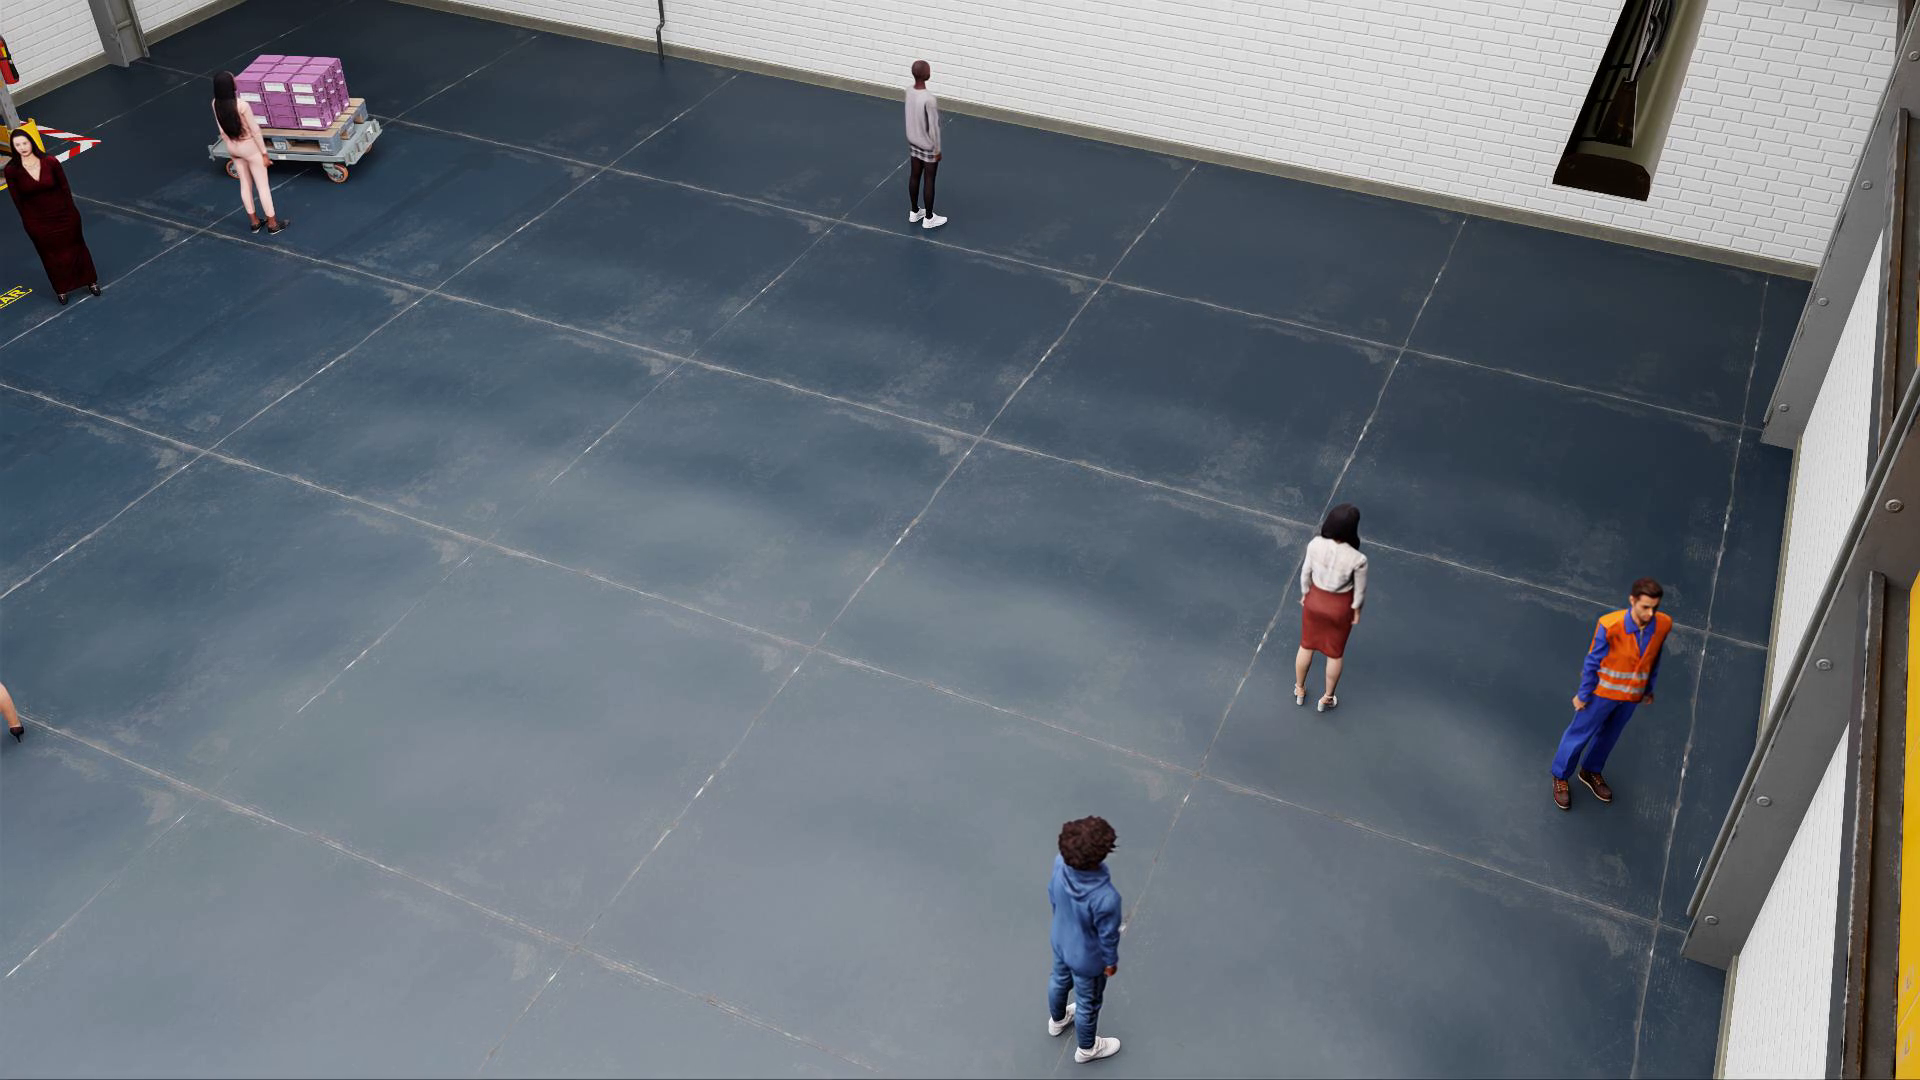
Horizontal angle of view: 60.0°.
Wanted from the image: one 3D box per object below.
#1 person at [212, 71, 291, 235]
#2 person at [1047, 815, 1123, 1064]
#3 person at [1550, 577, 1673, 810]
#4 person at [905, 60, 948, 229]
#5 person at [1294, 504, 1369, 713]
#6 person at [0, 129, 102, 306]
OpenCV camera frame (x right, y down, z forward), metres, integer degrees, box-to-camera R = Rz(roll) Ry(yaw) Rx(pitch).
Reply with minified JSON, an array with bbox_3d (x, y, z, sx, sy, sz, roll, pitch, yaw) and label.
[{"bbox_3d":[-7.262,-3.935,16.908,0.634,1.720,0.555,13,40,15],"label":"person"},{"bbox_3d":[0.672,2.195,9.159,0.756,1.811,0.759,-23,44,-26],"label":"person"},{"bbox_3d":[4.193,0.961,10.663,0.795,1.862,0.814,-6,39,-8],"label":"person"},{"bbox_3d":[-0.386,-4.059,17.023,0.666,1.772,0.686,-30,47,-32],"label":"person"},{"bbox_3d":[2.522,0.472,11.366,0.605,1.751,0.524,20,43,23],"label":"person"},{"bbox_3d":[-8.661,-3.087,15.816,0.715,1.758,0.821,-23,44,-26],"label":"person"}]
